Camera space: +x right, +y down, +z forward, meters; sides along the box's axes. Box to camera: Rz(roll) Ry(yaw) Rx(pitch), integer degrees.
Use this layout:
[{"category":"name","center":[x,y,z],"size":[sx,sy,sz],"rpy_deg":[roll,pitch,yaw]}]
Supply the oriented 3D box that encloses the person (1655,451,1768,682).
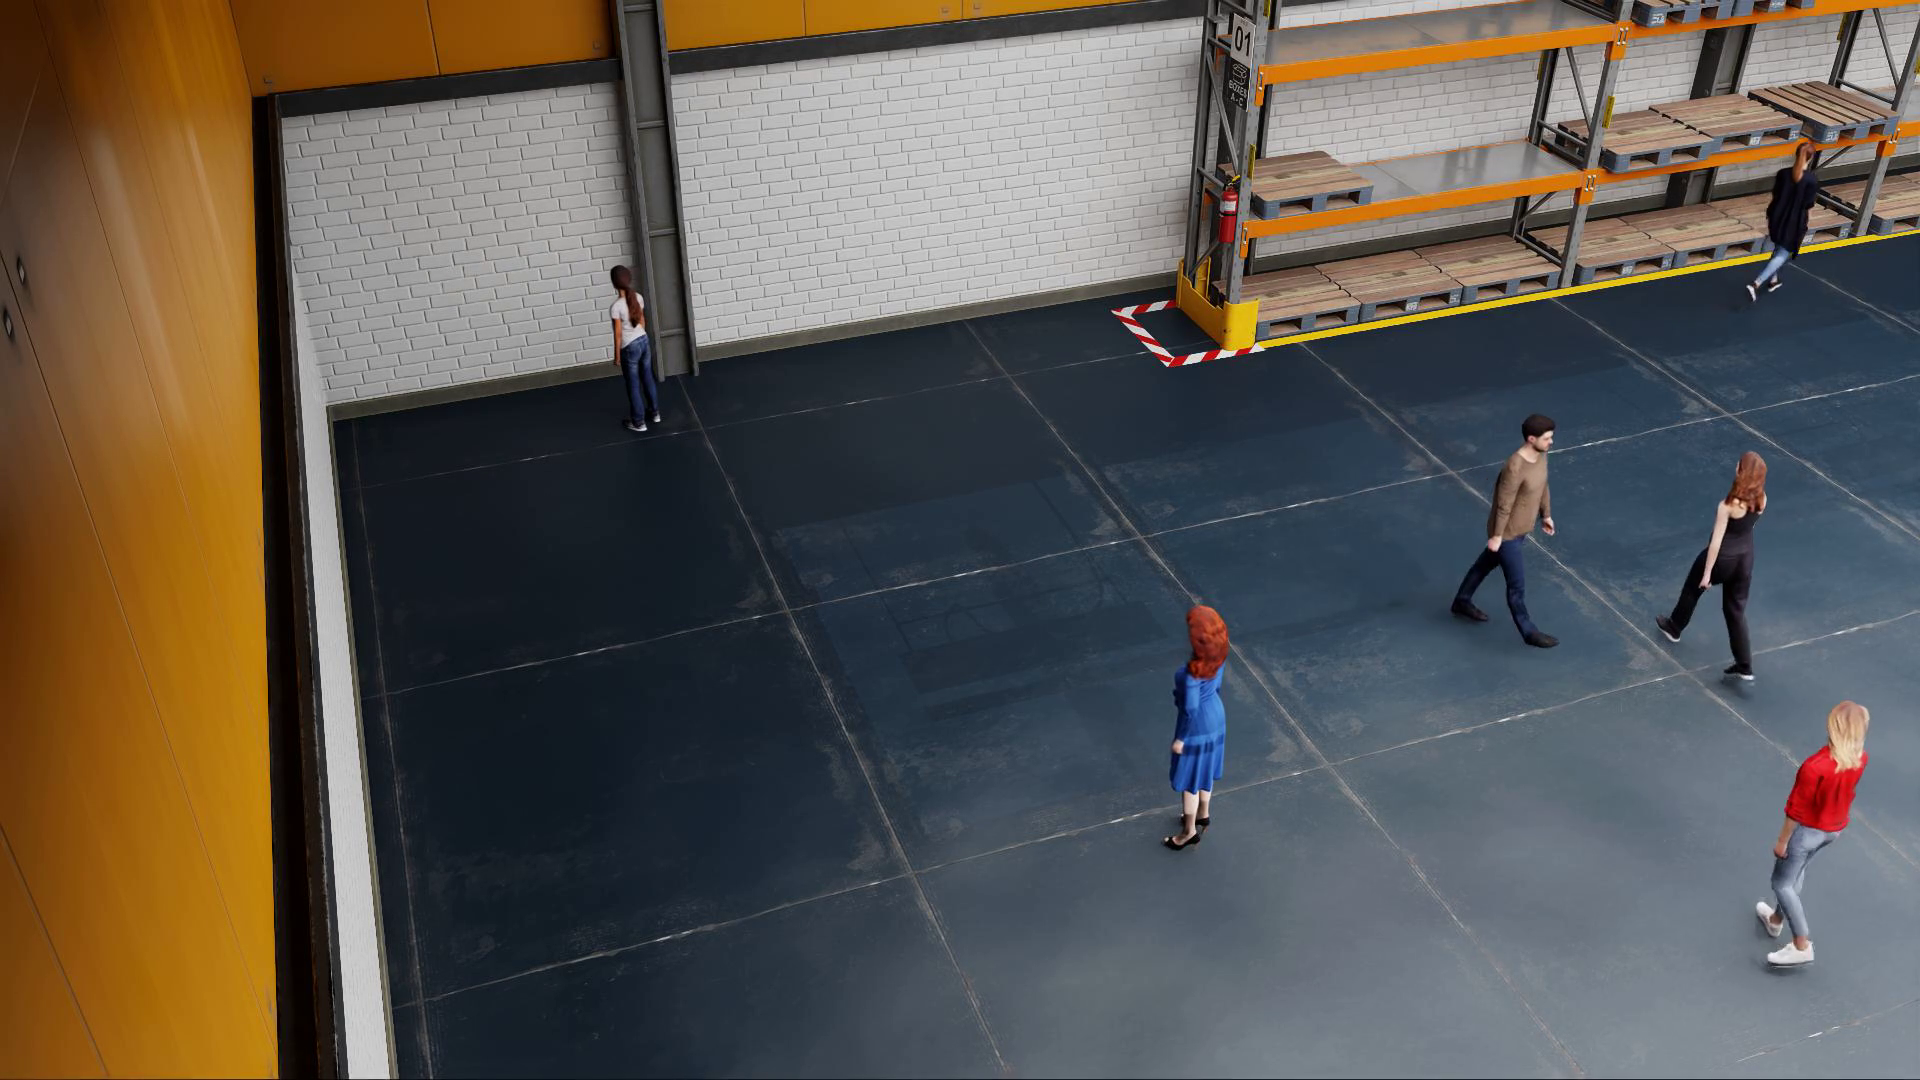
[{"category":"person","center":[5.511,0.216,11.786],"size":[1.093,1.707,0.667],"rpy_deg":[-10,35,-15]}]

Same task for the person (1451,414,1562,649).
[{"category":"person","center":[3.945,-0.118,12.167],"size":[1.105,1.841,1.142],"rpy_deg":[21,39,29]}]

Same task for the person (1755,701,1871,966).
[{"category":"person","center":[4.916,1.704,9.577],"size":[0.688,1.674,0.738],"rpy_deg":[-17,37,-23]}]

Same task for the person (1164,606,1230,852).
[{"category":"person","center":[1.467,1.172,10.239],"size":[0.773,1.826,0.687],"rpy_deg":[21,39,29]}]

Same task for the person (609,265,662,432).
[{"category":"person","center":[-2.922,-1.726,14.839],"size":[0.683,1.561,0.595],"rpy_deg":[23,40,30]}]

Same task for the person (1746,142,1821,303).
[{"category":"person","center":[8.404,-3.211,16.987],"size":[1.126,1.655,0.799],"rpy_deg":[-21,39,-29]}]
